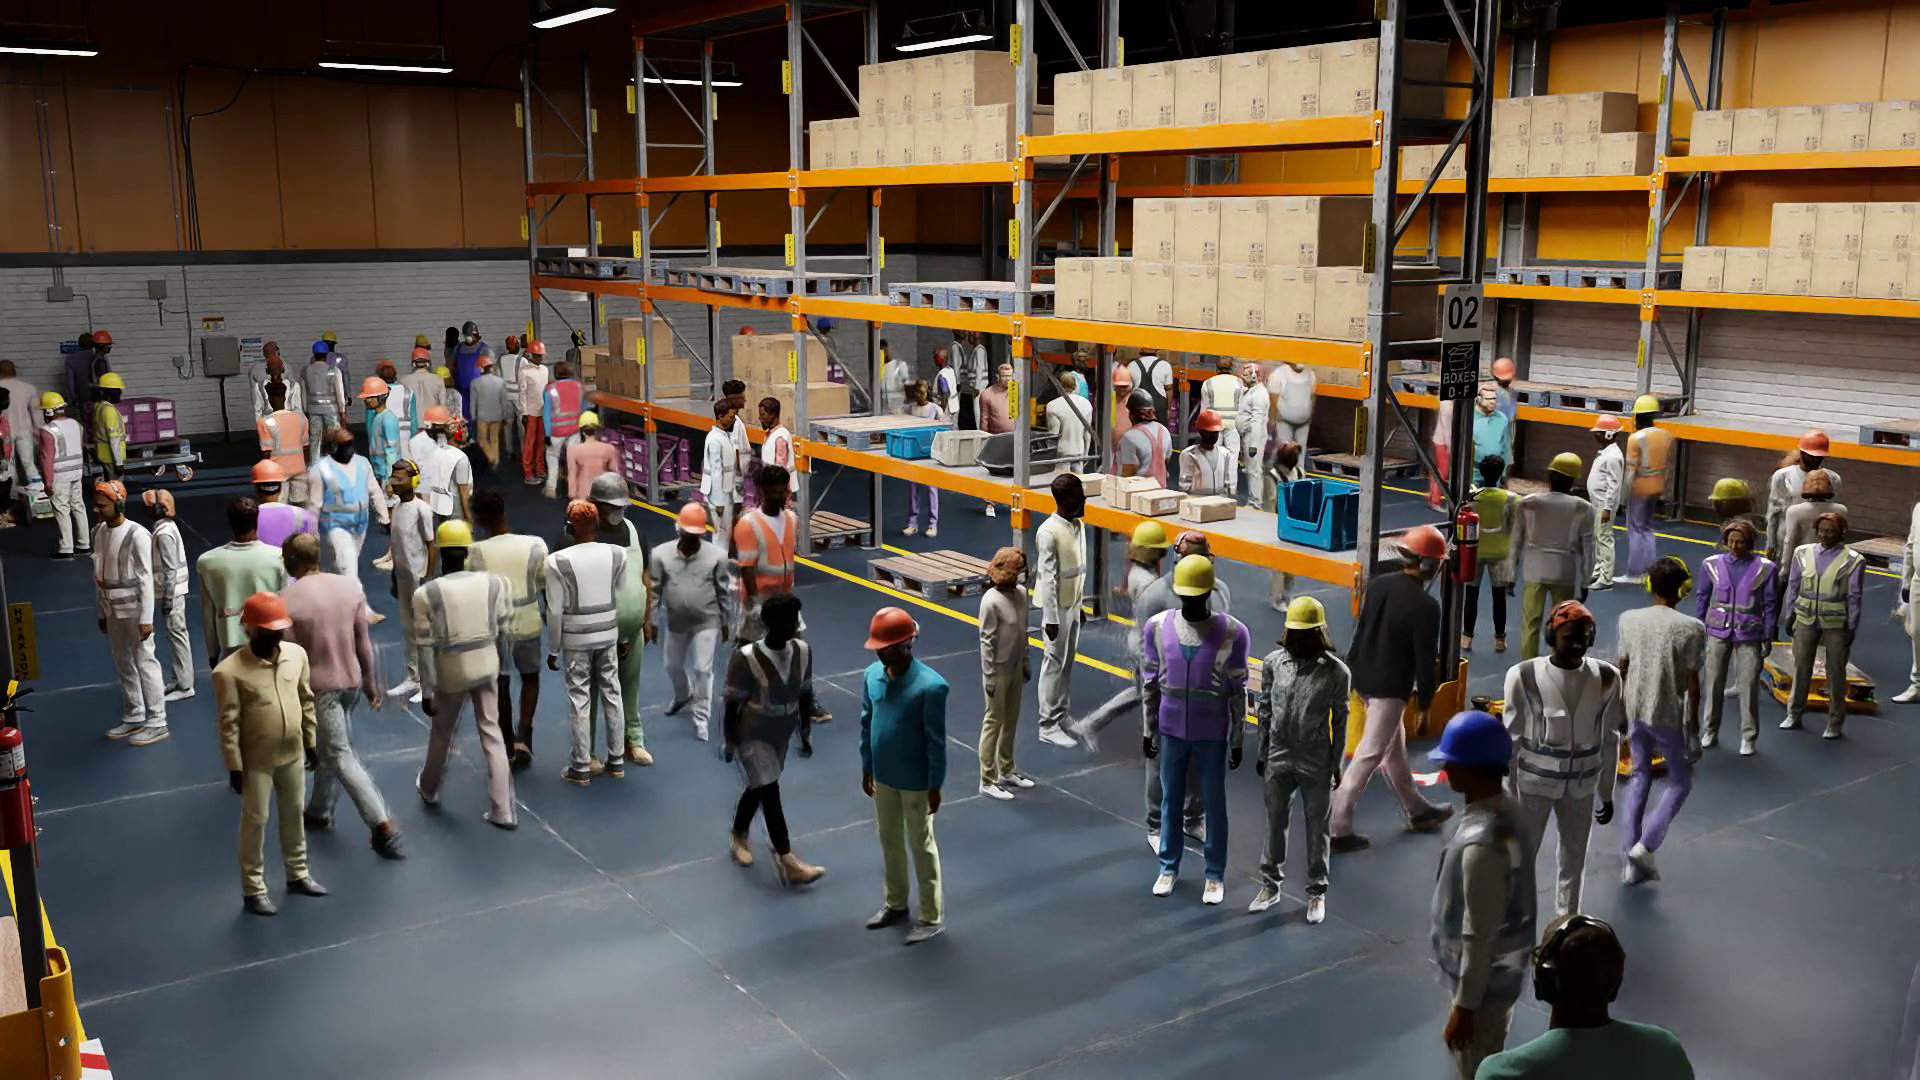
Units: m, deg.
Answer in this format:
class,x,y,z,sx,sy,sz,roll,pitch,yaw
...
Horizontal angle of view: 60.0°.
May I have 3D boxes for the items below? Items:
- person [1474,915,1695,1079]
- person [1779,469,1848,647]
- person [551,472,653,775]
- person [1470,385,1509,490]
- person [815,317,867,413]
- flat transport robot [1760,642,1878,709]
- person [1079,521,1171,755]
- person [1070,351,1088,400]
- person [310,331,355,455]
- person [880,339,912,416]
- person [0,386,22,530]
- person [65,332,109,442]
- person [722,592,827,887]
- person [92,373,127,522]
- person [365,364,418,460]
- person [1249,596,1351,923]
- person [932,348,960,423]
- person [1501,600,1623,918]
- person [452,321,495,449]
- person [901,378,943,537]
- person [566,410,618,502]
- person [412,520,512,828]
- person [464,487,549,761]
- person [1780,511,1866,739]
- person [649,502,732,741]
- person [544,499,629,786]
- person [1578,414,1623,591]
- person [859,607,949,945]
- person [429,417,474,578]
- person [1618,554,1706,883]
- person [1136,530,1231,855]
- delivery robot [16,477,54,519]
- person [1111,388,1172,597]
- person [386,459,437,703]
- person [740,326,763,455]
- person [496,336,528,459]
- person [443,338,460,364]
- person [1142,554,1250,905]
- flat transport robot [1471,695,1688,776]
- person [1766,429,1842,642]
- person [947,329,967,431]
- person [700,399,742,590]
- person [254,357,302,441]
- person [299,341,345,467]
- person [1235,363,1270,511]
class,x,y,z,sx,sy,sz,roll,pitch,yaw
person,1.580,1.906,4.358,0.629,1.940,0.376,-4,12,-18
person,7.019,0.231,13.716,0.500,1.632,0.286,0,11,1
person,-2.335,0.540,11.091,0.680,2.000,0.535,-9,14,-38
person,5.641,-0.735,17.986,0.646,1.899,0.399,-3,11,-14
person,-2.230,-3.105,30.156,1.002,1.894,0.627,2,11,8
flat transport robot,6.655,1.031,13.120,0.652,0.197,1.431,2,11,11
person,1.212,0.698,11.127,0.735,1.702,0.505,0,11,1
person,1.631,-1.697,23.039,0.345,1.846,0.508,4,12,19
person,-9.711,-2.265,25.745,0.585,1.923,0.376,0,11,-2
person,-0.987,-1.954,24.194,0.705,1.915,0.379,6,13,28
person,-11.392,-0.971,19.710,0.345,1.688,0.592,-6,13,-29
person,-13.185,-2.177,25.253,0.627,1.940,0.371,-2,11,-9
person,-1.069,1.083,9.280,0.823,1.648,0.540,10,15,41
person,-9.668,-0.950,19.013,0.375,1.922,0.594,-9,14,-38
person,-7.152,-1.291,20.975,0.633,1.840,0.429,-5,12,-25
person,1.787,1.146,8.746,0.484,1.745,0.298,5,12,26
person,-0.206,-1.799,23.571,0.390,1.841,0.564,2,11,8
person,2.910,1.207,8.117,0.570,1.876,0.348,0,11,-1
person,-7.758,-2.458,26.430,0.684,2.000,0.538,1,11,6
person,-0.441,-0.952,19.227,0.508,1.847,0.345,4,12,20
person,-3.698,-0.435,16.861,0.532,1.746,0.740,-6,12,-26
person,-3.072,0.798,10.227,0.606,1.862,0.975,-8,14,-35
person,-3.028,0.583,11.196,0.686,1.933,0.593,-5,12,-22
person,6.148,0.597,11.856,0.315,1.630,0.511,-9,14,-39
person,-1.907,0.540,11.909,0.580,1.720,0.684,0,11,2
person,-2.424,0.664,10.858,0.574,1.885,0.356,-8,14,-35
person,6.375,-0.376,16.509,0.330,1.750,0.572,2,11,11
person,-0.313,1.189,8.544,0.575,1.738,0.351,10,15,41
person,-4.748,-0.233,15.585,0.392,1.836,0.561,-10,15,-41
person,3.859,1.006,9.194,0.418,1.847,0.554,-9,14,-39
person,1.333,0.883,9.676,0.638,1.909,0.408,-7,13,-31
delivery robot,-11.121,-0.517,20.071,0.477,0.478,0.707,-10,15,-41
person,1.715,-0.464,16.228,0.535,2.000,0.673,10,15,42
person,-4.204,0.305,12.718,0.533,1.876,0.320,9,14,39
person,-3.270,-2.326,25.869,0.379,1.996,0.611,6,12,27
person,-6.770,-2.164,25.334,0.574,1.883,0.356,4,12,19
person,-8.330,-2.516,27.429,0.315,1.770,0.524,1,11,6
person,1.259,1.013,8.984,0.586,1.920,0.398,5,12,23
flat transport robot,4.312,1.318,11.647,0.652,0.197,1.431,-7,13,-30
person,7.128,0.017,14.071,0.549,1.926,0.388,3,11,14
person,-0.047,-2.688,28.013,0.358,1.882,0.574,0,11,-2
person,-2.372,-0.454,16.525,0.402,1.908,0.598,0,11,0
person,-8.831,-1.431,21.584,0.574,1.883,0.356,-4,12,-20
person,-9.009,-1.844,23.554,0.611,1.939,0.415,0,11,1
person,3.592,-1.232,20.525,0.399,1.900,0.644,1,11,4
